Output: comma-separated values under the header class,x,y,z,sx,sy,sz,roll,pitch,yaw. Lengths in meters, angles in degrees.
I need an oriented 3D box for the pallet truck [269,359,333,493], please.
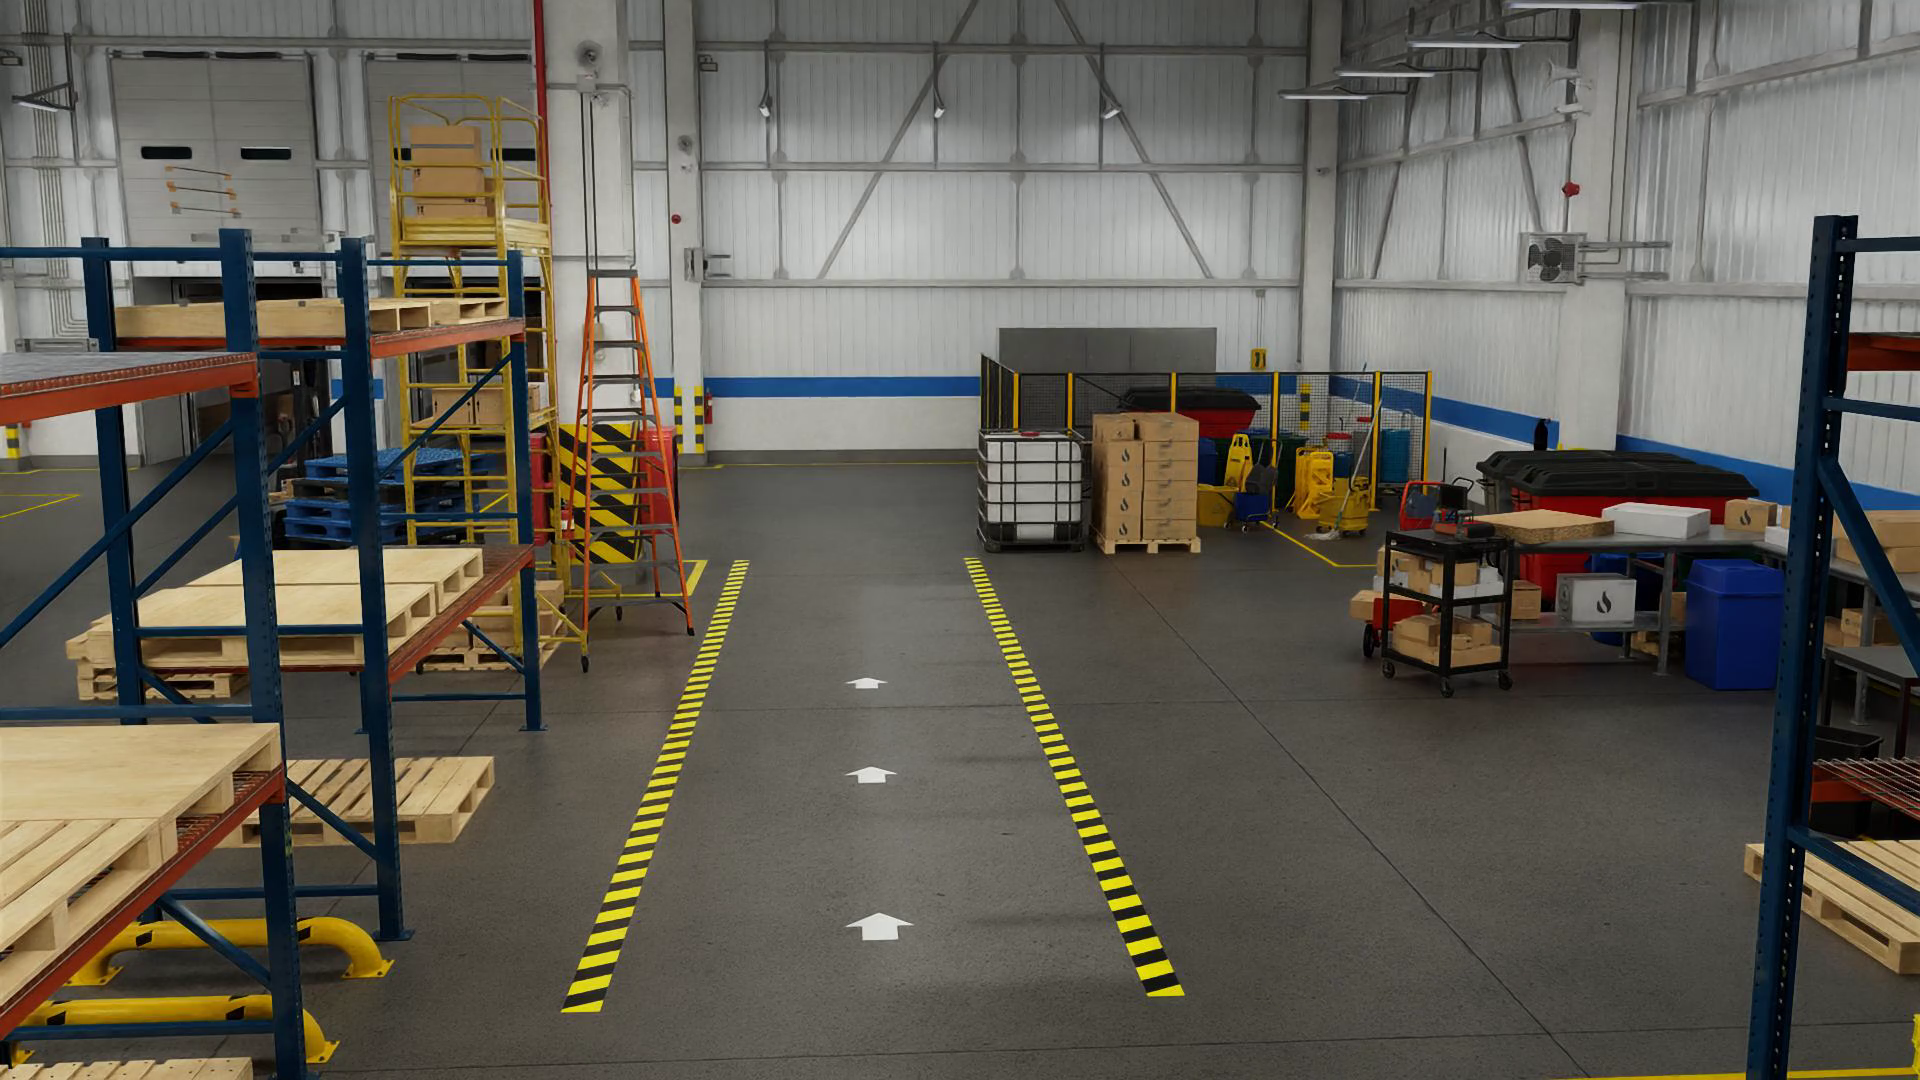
class,x,y,z,sx,sy,sz,roll,pitch,yaw
pallet truck,-7.062,-1.131,18.996,1.885,1.965,0.823,2,9,13
